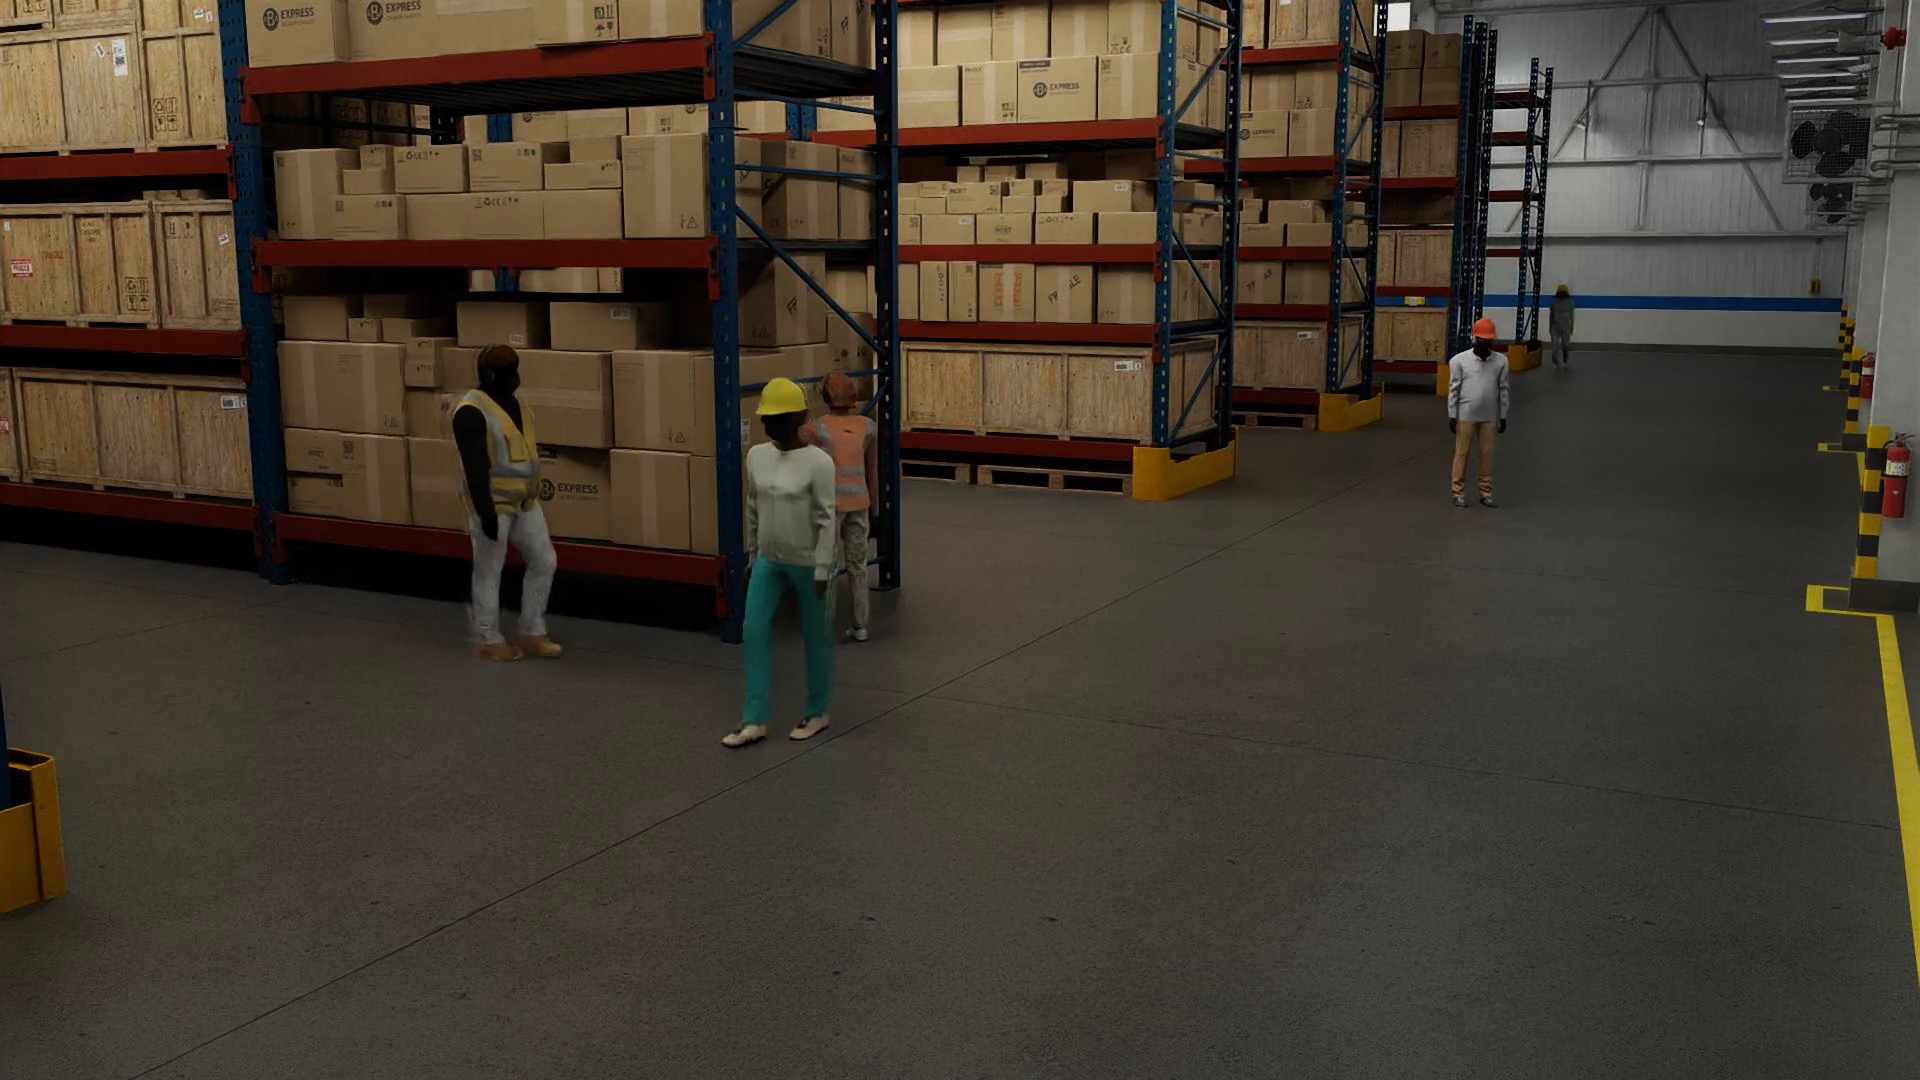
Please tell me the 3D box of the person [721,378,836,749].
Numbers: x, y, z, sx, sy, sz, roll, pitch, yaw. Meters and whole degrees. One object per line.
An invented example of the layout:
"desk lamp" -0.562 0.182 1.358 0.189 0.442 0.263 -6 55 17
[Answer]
"person" -0.859 0.124 7.789 0.547 1.741 0.711 5 11 28

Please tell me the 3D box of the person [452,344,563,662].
"person" -2.525 -0.191 9.406 0.635 1.818 0.645 4 10 21

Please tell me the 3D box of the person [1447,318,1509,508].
"person" 4.751 -1.158 15.234 0.566 1.744 0.350 0 10 -2

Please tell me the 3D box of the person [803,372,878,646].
"person" -0.711 -0.182 9.916 0.526 1.631 0.321 -7 12 -34

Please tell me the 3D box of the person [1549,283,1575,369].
"person" 12.184 -4.336 33.694 0.492 1.719 0.662 5 11 28
